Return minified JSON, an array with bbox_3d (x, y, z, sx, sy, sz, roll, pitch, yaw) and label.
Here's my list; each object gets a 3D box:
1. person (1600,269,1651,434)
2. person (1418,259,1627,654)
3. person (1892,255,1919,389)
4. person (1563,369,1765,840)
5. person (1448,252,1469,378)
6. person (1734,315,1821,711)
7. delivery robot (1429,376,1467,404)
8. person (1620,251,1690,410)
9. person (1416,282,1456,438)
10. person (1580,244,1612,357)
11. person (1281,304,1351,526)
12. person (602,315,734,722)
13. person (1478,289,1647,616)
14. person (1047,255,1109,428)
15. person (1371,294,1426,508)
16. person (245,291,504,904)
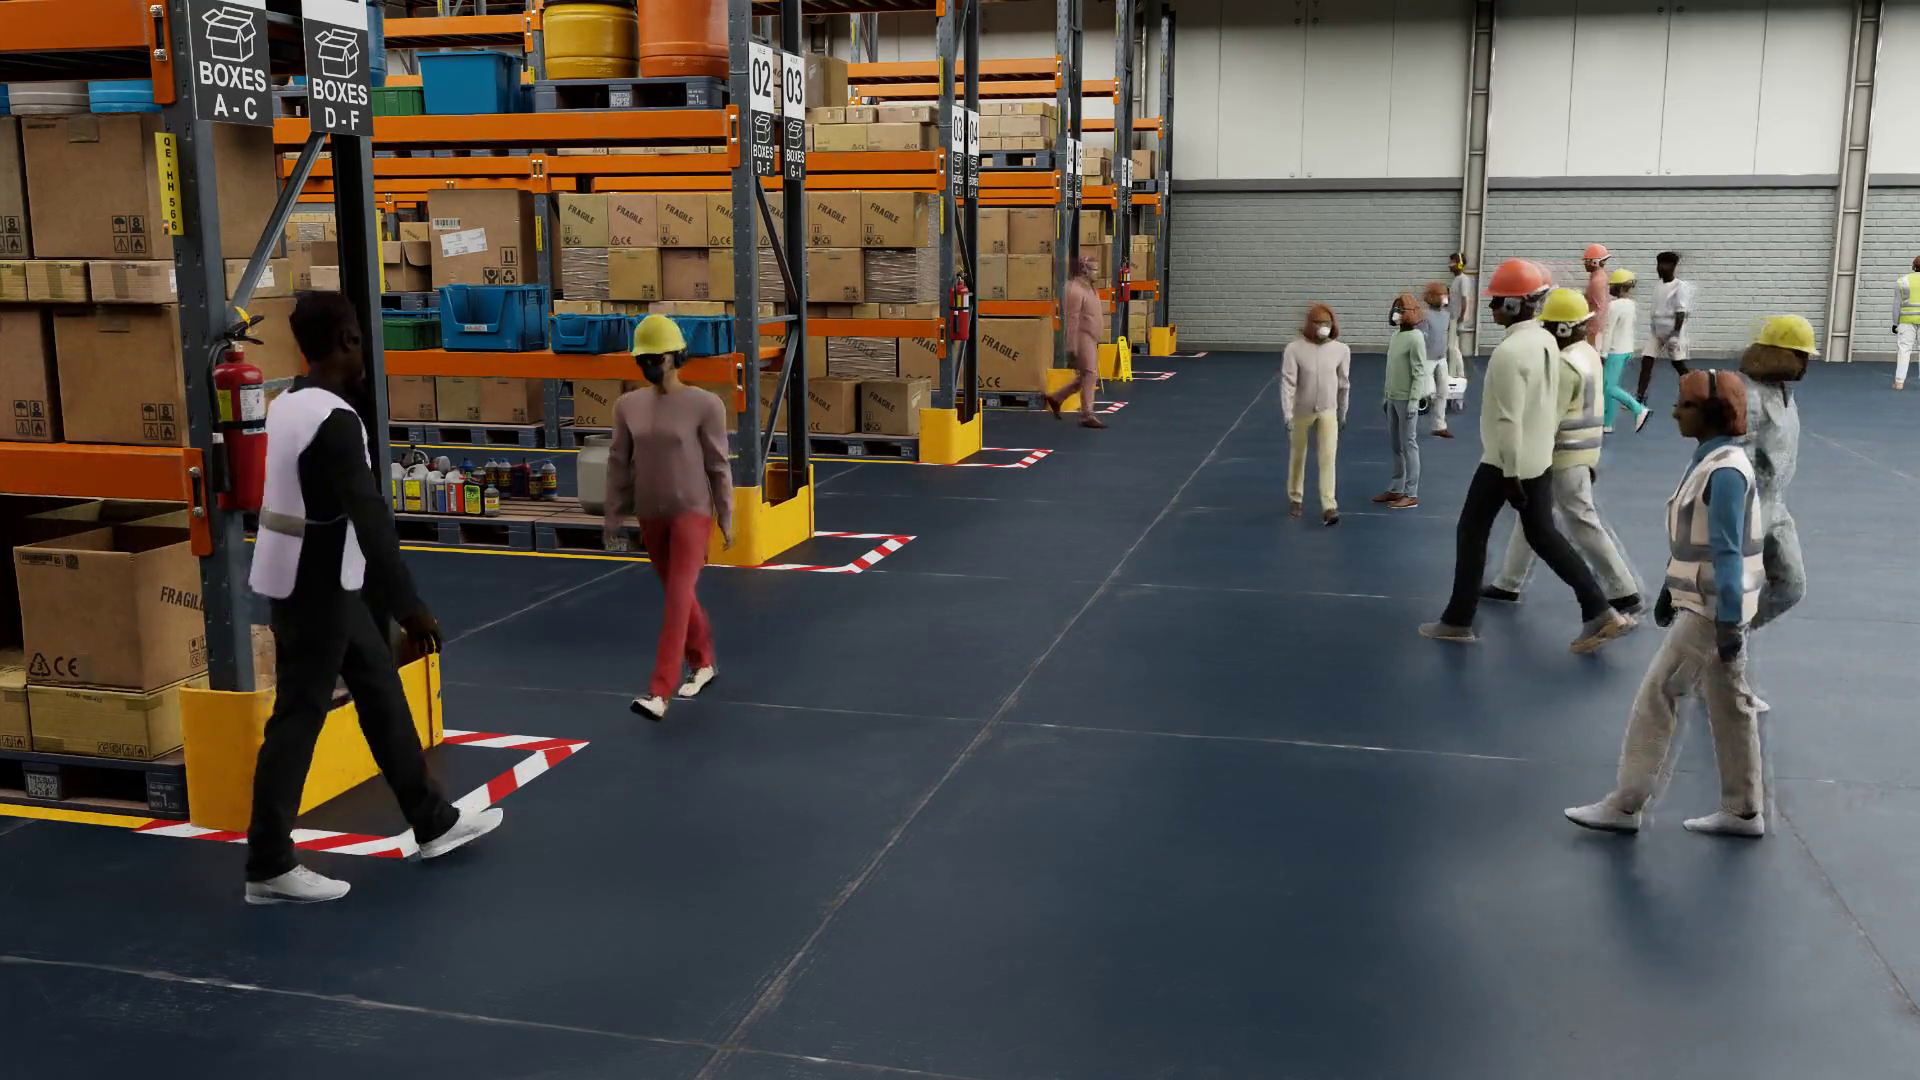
[{"bbox_3d":[6.925,-1.954,17.376,0.626,1.745,0.532,9,14,42],"label":"person"},{"bbox_3d":[2.828,-0.401,8.229,0.605,1.966,0.978,-10,14,-44],"label":"person"},{"bbox_3d":[13.128,-2.984,22.820,0.626,1.846,0.429,5,11,24],"label":"person"},{"bbox_3d":[2.430,0.230,5.651,0.754,1.608,0.541,4,11,20],"label":"person"},{"bbox_3d":[6.960,-3.100,23.393,0.358,1.871,0.559,1,10,4],"label":"person"},{"bbox_3d":[3.485,-0.114,7.230,0.512,1.721,0.373,-9,14,-41],"label":"person"},{"bbox_3d":[5.597,-1.812,19.636,0.707,0.478,0.477,-1,10,-5],"label":"delivery robot"},{"bbox_3d":[8.500,-2.501,19.979,1.011,1.916,0.621,-3,11,-17],"label":"person"},{"bbox_3d":[4.871,-1.875,17.305,0.508,1.612,0.640,-7,12,-33],"label":"person"},{"bbox_3d":[7.348,-2.429,19.323,0.388,1.992,0.625,4,11,21],"label":"person"},{"bbox_3d":[2.563,-0.903,12.003,0.516,1.579,0.889,0,10,0],"label":"person"},{"bbox_3d":[-1.275,-0.097,7.140,0.542,1.714,0.938,3,11,18],"label":"person"},{"bbox_3d":[3.315,-0.464,9.033,0.950,1.791,0.589,5,11,27],"label":"person"},{"bbox_3d":[1.296,-2.159,18.130,0.637,1.880,0.645,3,11,17],"label":"person"},{"bbox_3d":[3.384,-1.065,12.756,0.274,1.636,0.507,-2,10,-10],"label":"person"},{"bbox_3d":[-1.854,0.176,5.209,0.926,1.871,0.693,-5,12,-27],"label":"person"}]
